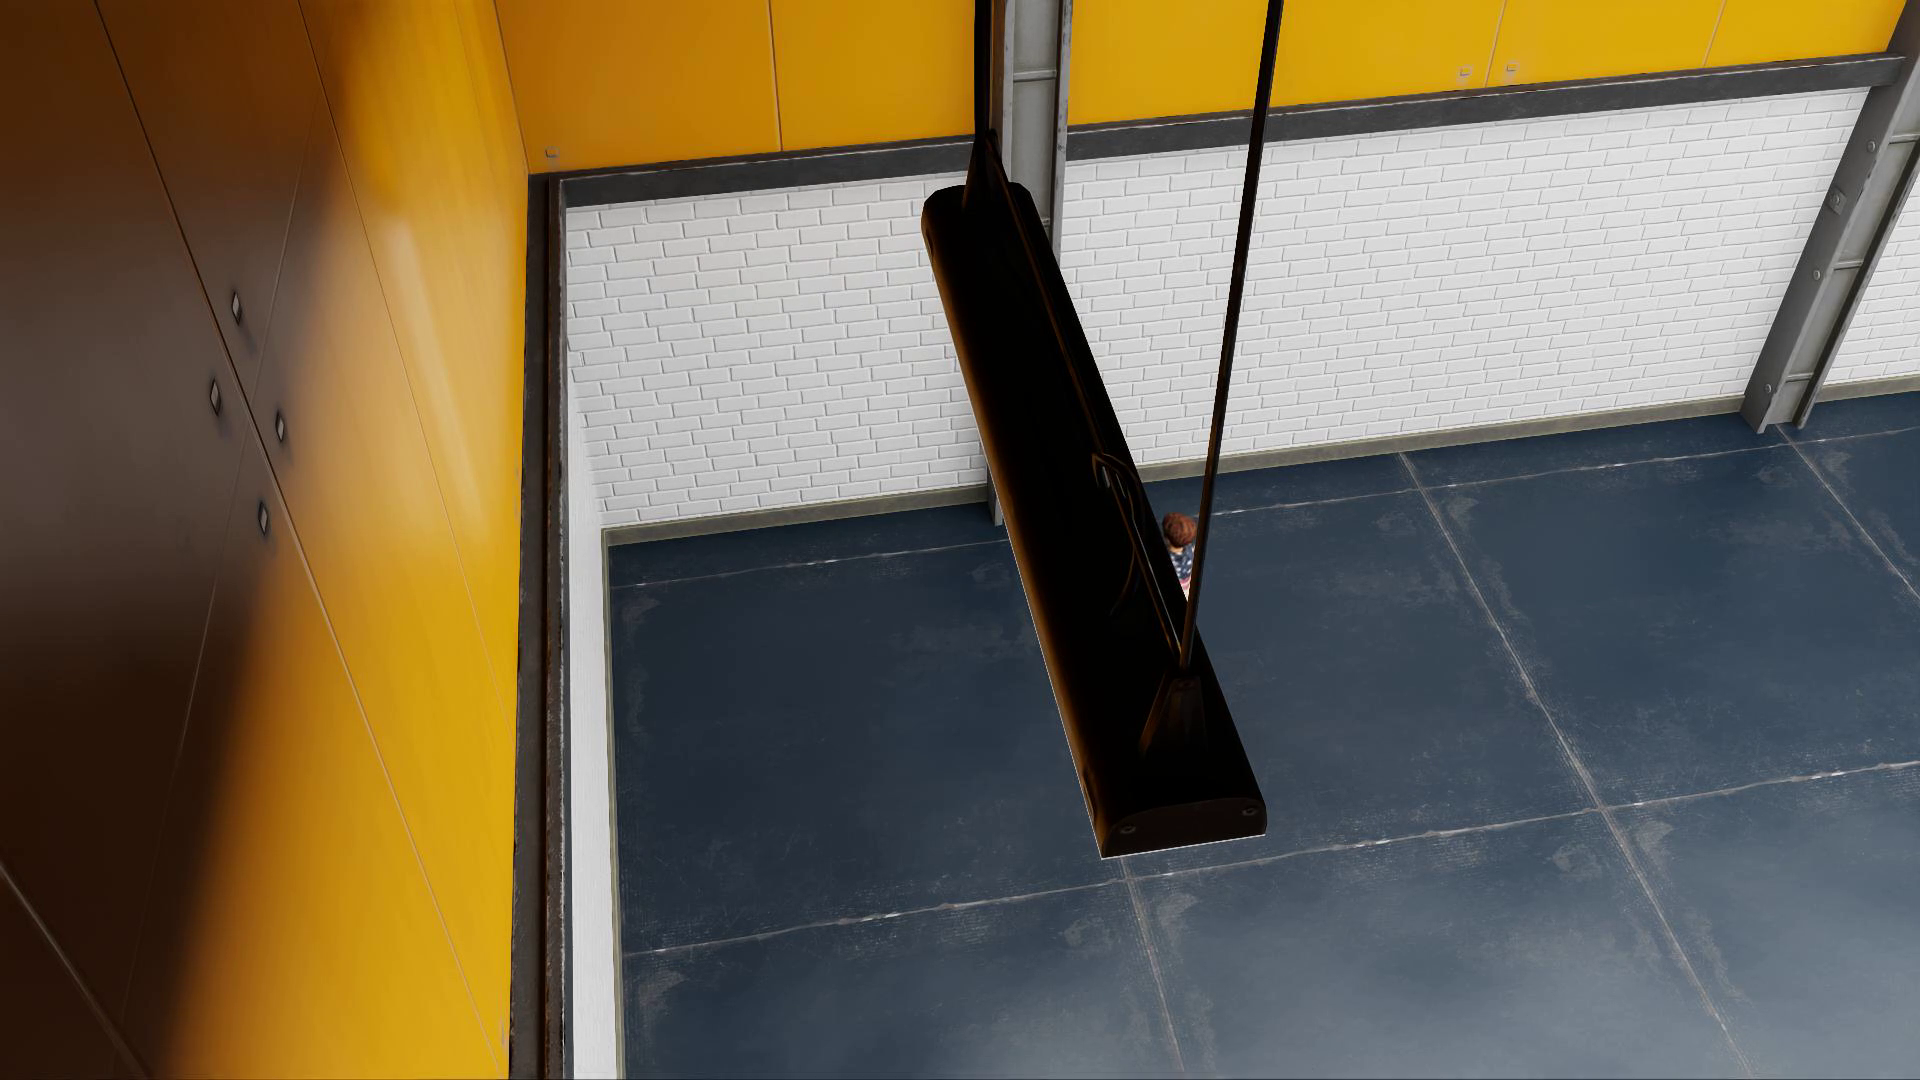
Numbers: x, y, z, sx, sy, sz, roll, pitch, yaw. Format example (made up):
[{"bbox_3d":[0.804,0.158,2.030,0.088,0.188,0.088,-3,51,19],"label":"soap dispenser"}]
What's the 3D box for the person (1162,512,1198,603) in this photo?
[{"bbox_3d":[1.337,0.378,10.539,0.558,1.438,0.655,-30,51,-28],"label":"person"}]
